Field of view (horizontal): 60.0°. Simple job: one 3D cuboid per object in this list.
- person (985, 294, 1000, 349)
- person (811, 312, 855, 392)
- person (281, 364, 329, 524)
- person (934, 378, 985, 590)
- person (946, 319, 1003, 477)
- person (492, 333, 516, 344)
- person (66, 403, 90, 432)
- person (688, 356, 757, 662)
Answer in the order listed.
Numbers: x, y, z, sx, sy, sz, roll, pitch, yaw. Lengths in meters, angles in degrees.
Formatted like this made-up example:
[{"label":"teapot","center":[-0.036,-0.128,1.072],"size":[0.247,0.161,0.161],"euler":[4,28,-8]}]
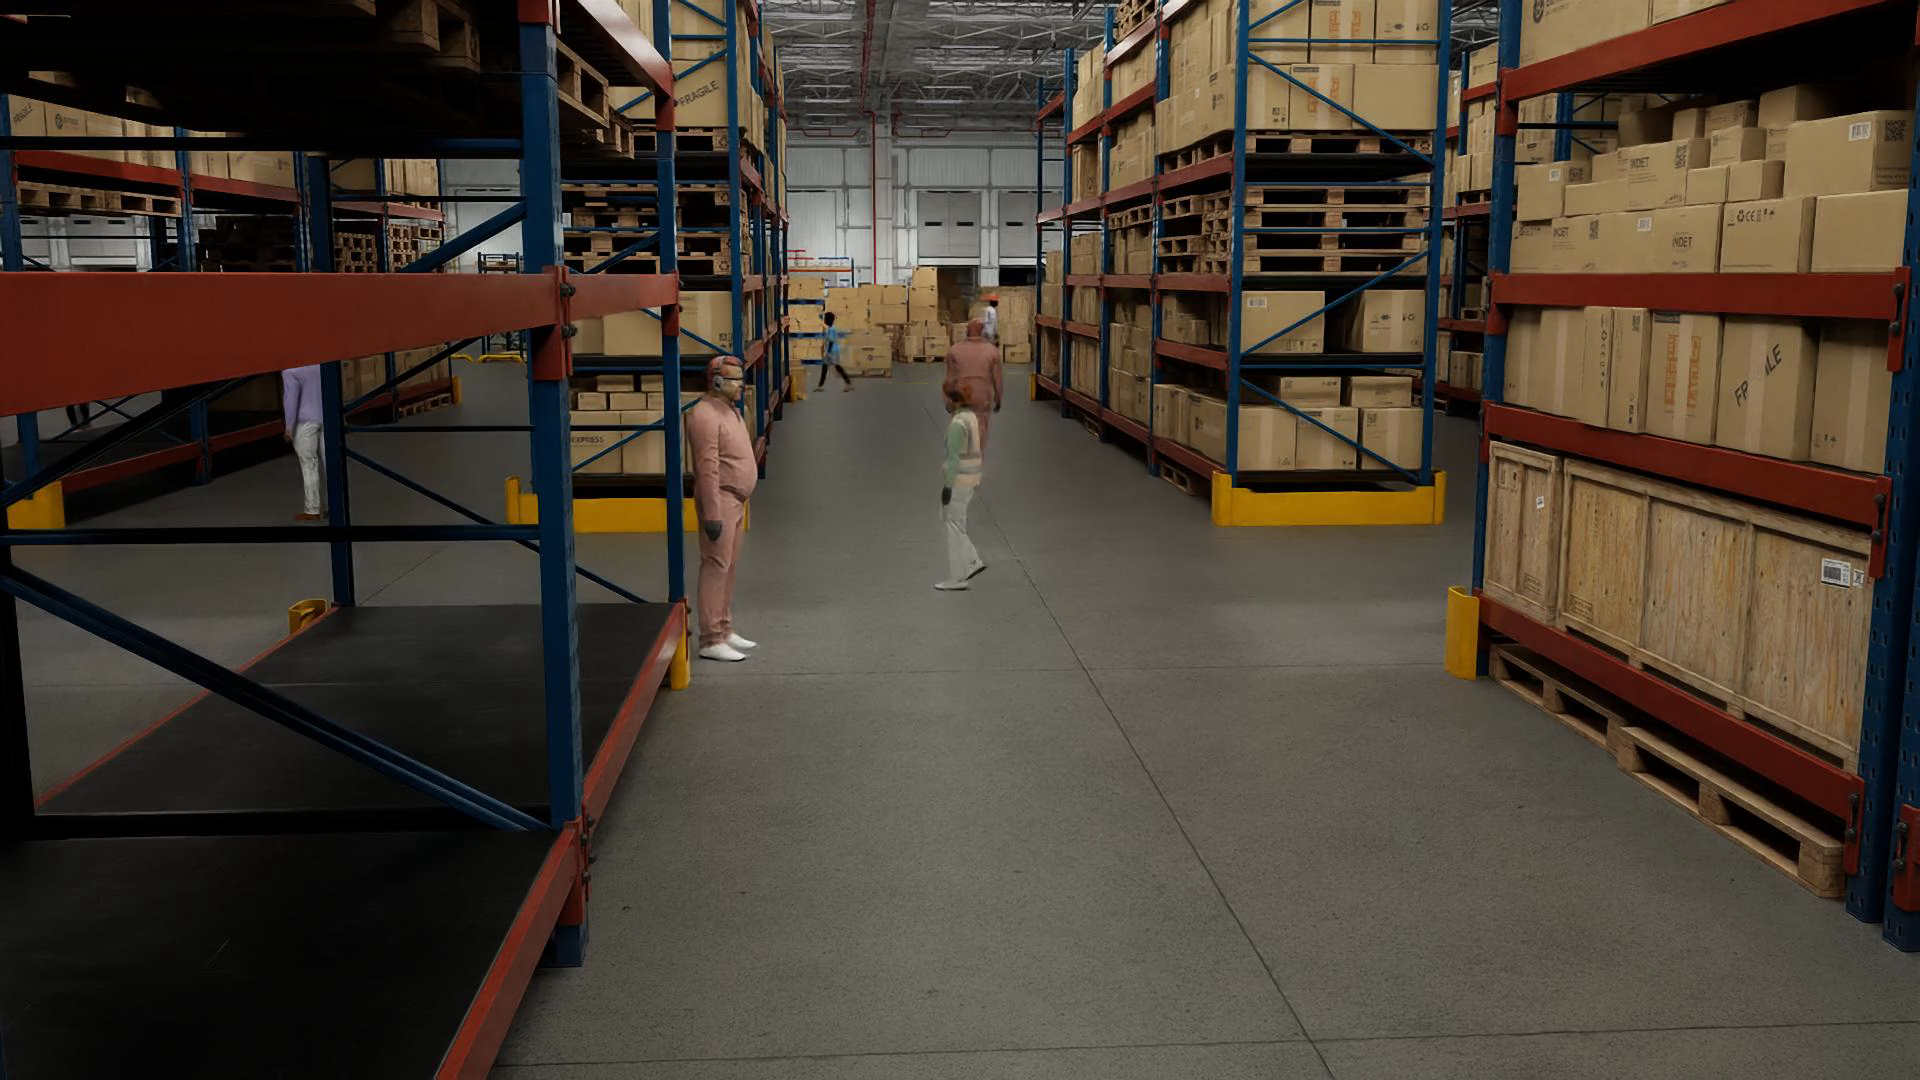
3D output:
[{"label":"person","center":[0.909,-5.413,43.132],"size":[0.604,1.913,0.568],"euler":[-2,9,-10]},{"label":"person","center":[-2.594,-3.869,34.281],"size":[0.873,1.652,0.533],"euler":[-2,9,-10]},{"label":"person","center":[-6.282,-1.128,16.162],"size":[0.359,1.938,0.632],"euler":[6,11,35]},{"label":"person","center":[-0.018,-0.422,12.673],"size":[0.373,1.625,0.546],"euler":[2,9,10]},{"label":"person","center":[0.179,-1.699,19.924],"size":[0.674,1.875,0.826],"euler":[0,9,2]},{"label":"person","center":[-15.703,-7.545,57.199],"size":[0.886,1.701,0.497],"euler":[-1,9,-7]},{"label":"person","center":[-13.335,-2.384,24.887],"size":[0.559,1.660,0.453],"euler":[-3,9,-17]},{"label":"person","center":[-1.473,-0.204,10.468],"size":[0.402,1.904,0.652],"euler":[1,9,5]}]
